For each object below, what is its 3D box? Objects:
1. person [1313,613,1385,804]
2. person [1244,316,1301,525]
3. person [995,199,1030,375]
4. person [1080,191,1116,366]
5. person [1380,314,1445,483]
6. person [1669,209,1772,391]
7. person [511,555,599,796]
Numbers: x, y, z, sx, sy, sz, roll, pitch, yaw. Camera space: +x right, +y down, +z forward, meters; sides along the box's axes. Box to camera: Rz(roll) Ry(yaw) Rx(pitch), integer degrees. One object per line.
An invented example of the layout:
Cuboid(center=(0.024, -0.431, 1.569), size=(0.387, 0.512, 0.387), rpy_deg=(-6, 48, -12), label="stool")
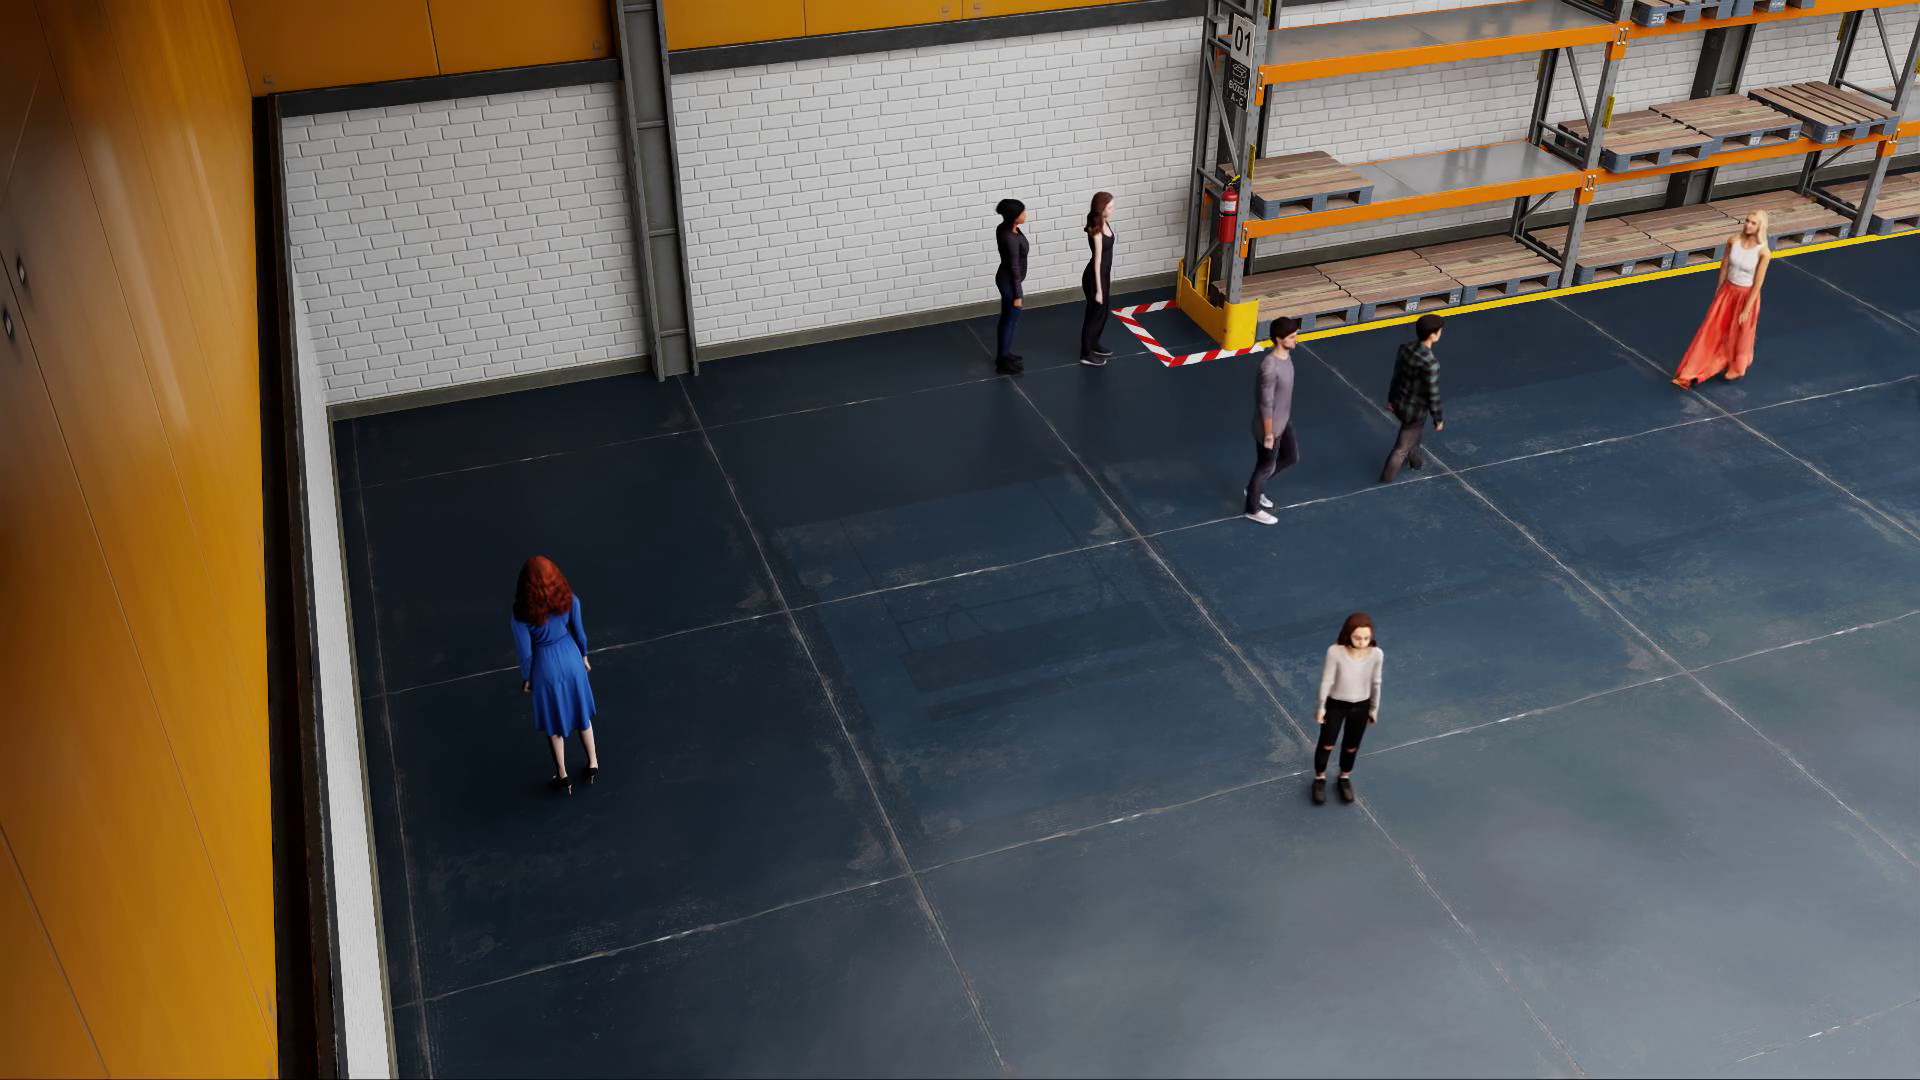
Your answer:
Cuboid(center=(2.499, 1.059, 10.721), size=(0.521, 1.481, 0.671), rpy_deg=(-2, 34, -2), label="person")
Cuboid(center=(2.449, -0.980, 13.468), size=(0.877, 1.837, 0.814), rpy_deg=(15, 36, 21), label="person")
Cuboid(center=(0.458, -2.392, 15.672), size=(0.603, 1.748, 0.661), rpy_deg=(-5, 34, -7), label="person")
Cuboid(center=(1.295, -2.498, 15.838), size=(0.705, 1.742, 0.677), rpy_deg=(8, 34, 12), label="person")
Cuboid(center=(3.779, -1.114, 14.122), size=(0.913, 1.690, 0.728), rpy_deg=(-9, 35, -13), label="person")
Cuboid(center=(7.259, -2.206, 15.401), size=(1.346, 1.739, 0.849), rpy_deg=(-19, 38, -27), label="person")
Cuboid(center=(-2.588, 0.876, 10.682), size=(0.566, 1.829, 0.713), rpy_deg=(-18, 38, -25), label="person")
